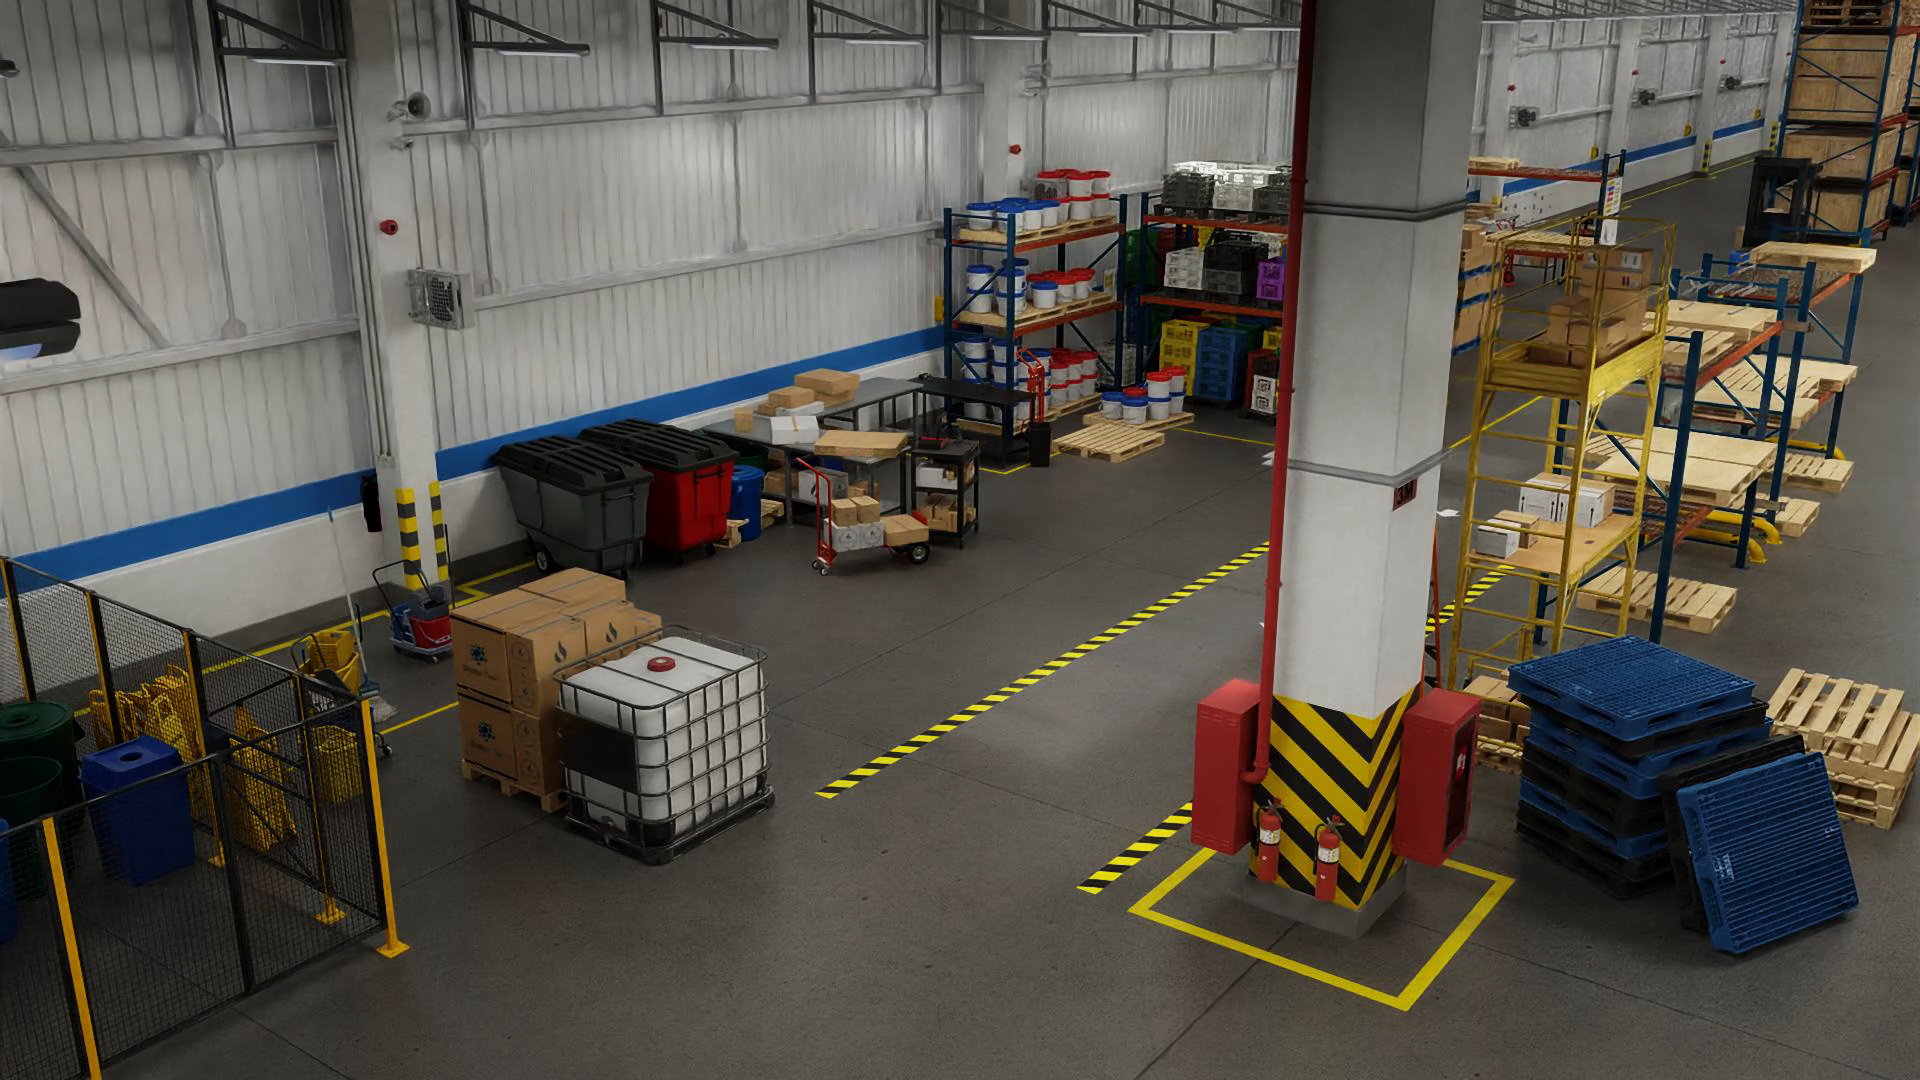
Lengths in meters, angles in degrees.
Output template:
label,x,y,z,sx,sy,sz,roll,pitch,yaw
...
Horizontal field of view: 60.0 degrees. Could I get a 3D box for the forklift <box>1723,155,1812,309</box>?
label,x,y,z,sx,sy,sz,roll,pitch,yaw
forklift,15.442,-5.883,31.623,1.129,2.768,1.873,13,22,34

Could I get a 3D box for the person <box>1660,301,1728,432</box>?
label,x,y,z,sx,sy,sz,roll,pitch,yaw
person,9.905,-2.292,22.199,0.983,1.908,0.627,9,20,26
